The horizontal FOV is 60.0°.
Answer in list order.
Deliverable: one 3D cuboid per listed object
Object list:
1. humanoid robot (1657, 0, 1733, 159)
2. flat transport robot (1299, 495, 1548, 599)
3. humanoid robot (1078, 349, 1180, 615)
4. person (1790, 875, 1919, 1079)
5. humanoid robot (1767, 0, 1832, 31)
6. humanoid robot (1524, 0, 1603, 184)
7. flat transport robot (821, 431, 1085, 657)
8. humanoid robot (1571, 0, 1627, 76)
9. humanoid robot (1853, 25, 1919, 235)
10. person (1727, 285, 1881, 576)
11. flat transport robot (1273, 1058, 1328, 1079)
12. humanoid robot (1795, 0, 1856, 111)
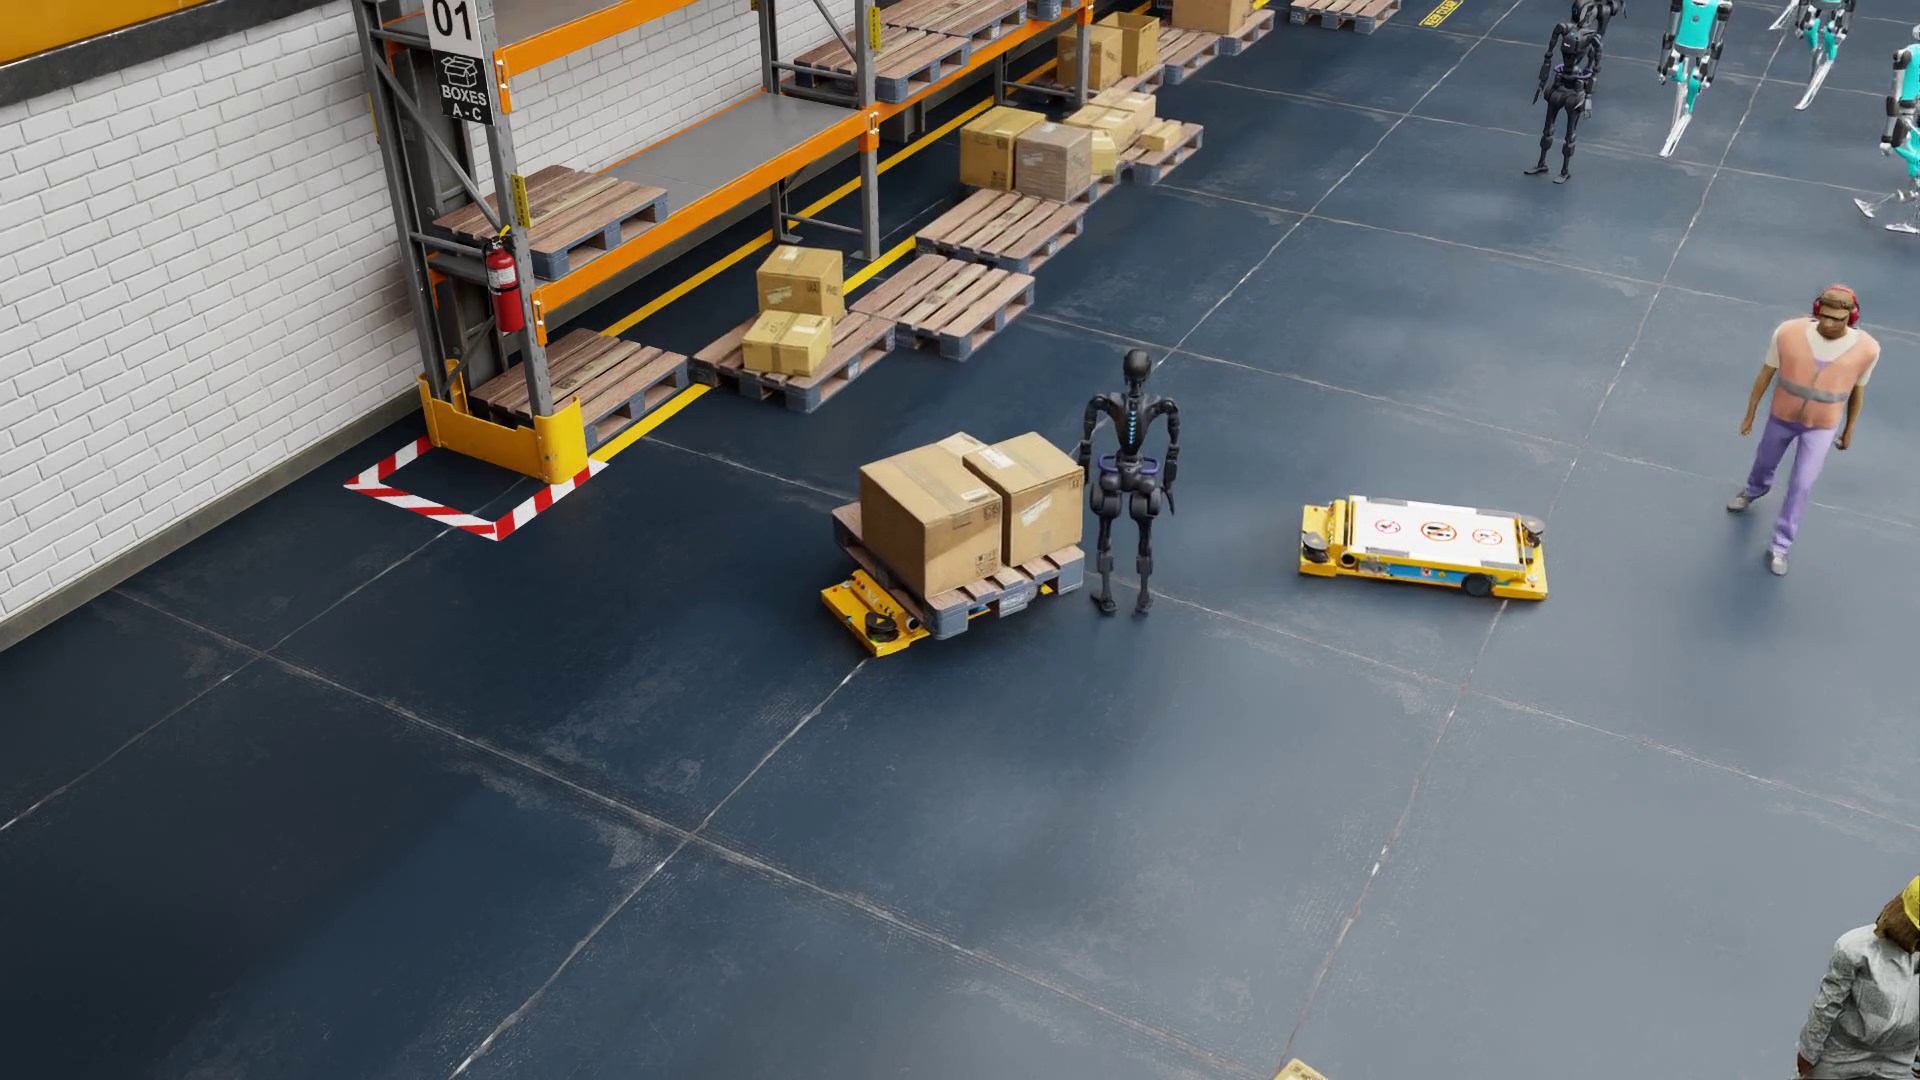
[{"bbox_3d":[6.843,-4.430,15.538,0.540,1.741,1.023,22,39,30],"label":"humanoid robot"},{"bbox_3d":[2.804,0.035,10.094,1.431,0.231,0.659,7,34,10],"label":"flat transport robot"},{"bbox_3d":[0.916,-0.317,9.344,0.603,1.648,0.313,3,34,5],"label":"humanoid robot"},{"bbox_3d":[3.286,1.848,6.014,0.490,1.742,0.321,1,33,1],"label":"person"},{"bbox_3d":[9.838,-6.609,18.855,0.952,1.784,0.561,-9,34,-13],"label":"humanoid robot"},{"bbox_3d":[5.486,-4.061,15.002,0.315,1.657,0.599,-23,40,-31],"label":"humanoid robot"},{"bbox_3d":[-0.039,0.231,9.799,1.431,0.231,0.659,-20,38,-27],"label":"flat transport robot"},{"bbox_3d":[6.692,-5.621,17.376,0.590,1.652,0.360,-6,34,-9],"label":"humanoid robot"},{"bbox_3d":[8.040,-3.344,13.867,0.543,1.725,0.978,-12,35,-18],"label":"humanoid robot"},{"bbox_3d":[5.014,-0.758,9.914,0.600,1.804,0.817,16,37,22],"label":"person"},{"bbox_3d":[1.353,2.850,5.836,0.659,0.231,1.431,27,42,35],"label":"flat transport robot"},{"bbox_3d":[8.774,-5.227,16.773,0.554,1.815,0.919,28,42,35],"label":"humanoid robot"}]
